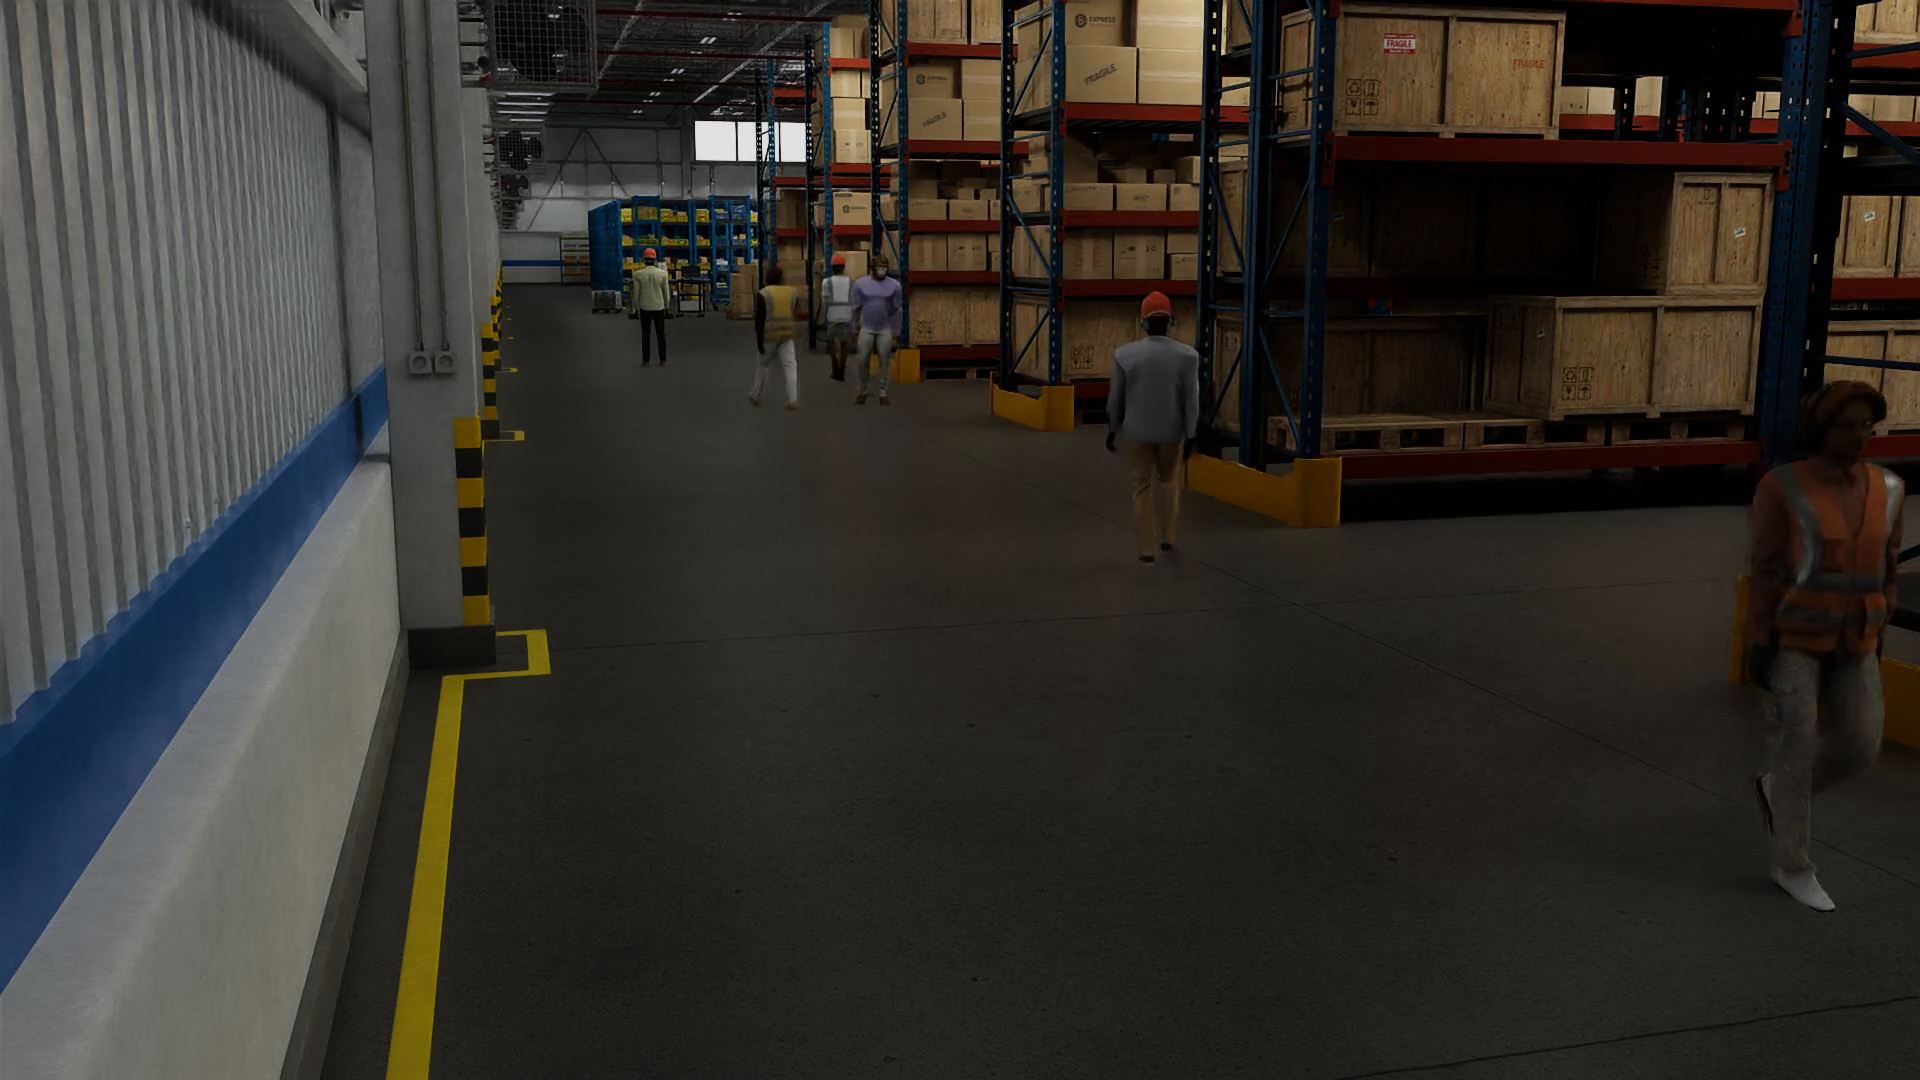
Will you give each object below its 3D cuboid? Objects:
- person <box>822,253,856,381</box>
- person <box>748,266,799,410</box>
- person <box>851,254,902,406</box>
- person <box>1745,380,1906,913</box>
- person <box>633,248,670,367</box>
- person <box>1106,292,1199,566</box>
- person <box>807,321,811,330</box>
[{"bbox_3d":[-1.818,-3.343,25.013,0.553,1.920,0.399,-3,10,-17],"label":"person"},{"bbox_3d":[-2.316,-2.515,20.765,0.628,1.778,1.031,-7,12,-35],"label":"person"},{"bbox_3d":[-1.054,-2.660,21.149,0.644,1.923,0.391,-1,10,-7],"label":"person"},{"bbox_3d":[2.647,0.308,5.187,0.518,1.627,0.480,-1,10,-7],"label":"person"},{"bbox_3d":[-5.188,-3.905,27.994,0.612,1.995,0.382,-3,11,-18],"label":"person"},{"bbox_3d":[1.219,-0.716,10.662,0.571,1.730,0.592,0,10,-2],"label":"person"},{"bbox_3d":[-3.259,-6.045,40.258,1.050,1.938,0.646,-3,10,-16],"label":"person"}]
